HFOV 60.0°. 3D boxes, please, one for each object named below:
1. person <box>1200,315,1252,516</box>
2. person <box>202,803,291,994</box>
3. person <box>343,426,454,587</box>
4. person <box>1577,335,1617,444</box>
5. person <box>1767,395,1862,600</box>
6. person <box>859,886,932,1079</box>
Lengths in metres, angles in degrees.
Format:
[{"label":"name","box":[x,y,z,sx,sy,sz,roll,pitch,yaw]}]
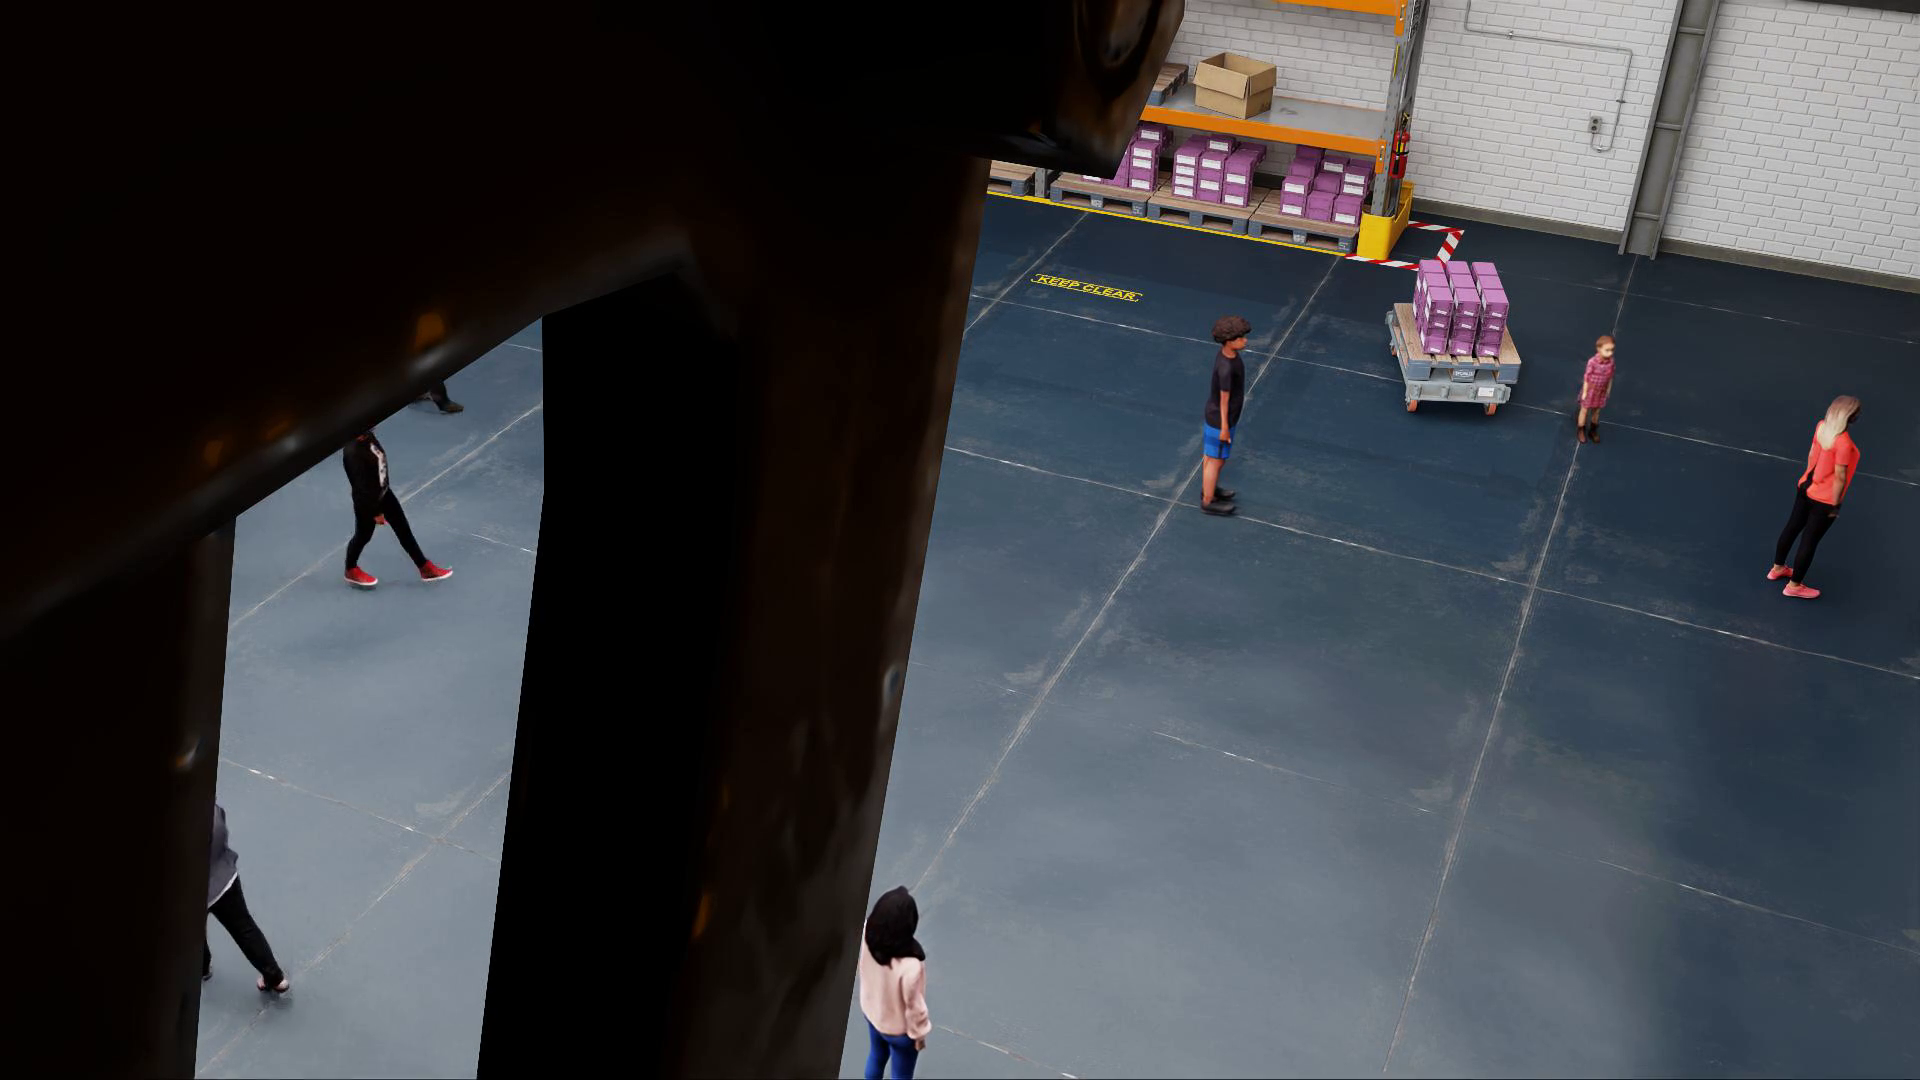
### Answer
[{"label":"person","box":[2.156,-1.041,13.708,0.632,1.798,0.650,6,34,9]},{"label":"person","box":[-4.200,1.989,9.356,1.048,1.569,0.708,17,37,24]},{"label":"person","box":[-4.589,-0.305,12.756,1.174,1.627,0.850,4,34,6]},{"label":"person","box":[5.695,-1.375,14.912,0.489,1.021,0.563,-2,34,-3]},{"label":"person","box":[6.582,-0.353,12.765,0.682,1.696,0.673,-2,34,-3]},{"label":"person","box":[-0.353,2.438,8.501,0.778,1.768,0.650,-23,40,-30]}]
